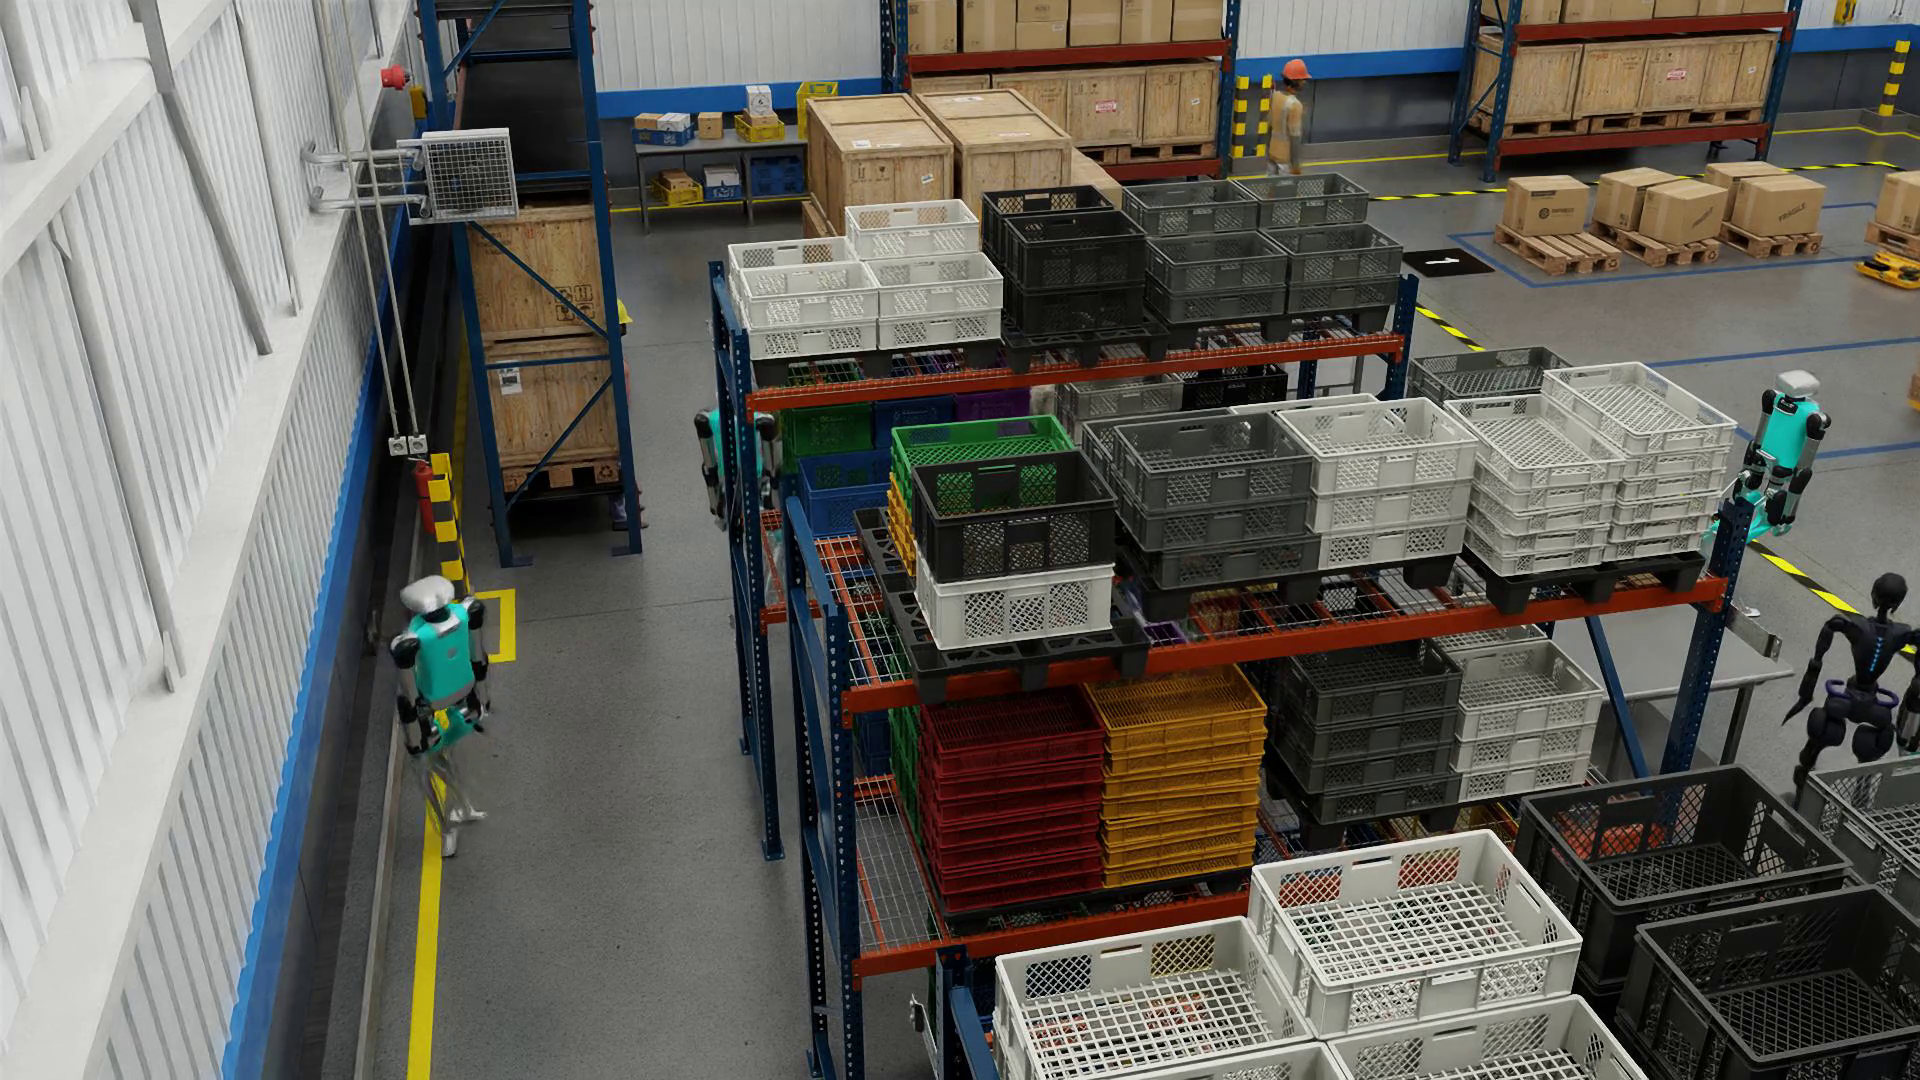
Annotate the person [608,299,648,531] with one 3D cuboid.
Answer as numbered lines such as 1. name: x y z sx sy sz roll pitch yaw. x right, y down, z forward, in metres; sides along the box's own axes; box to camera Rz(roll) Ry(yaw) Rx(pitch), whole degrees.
1. person: -2.504 -0.918 12.191 0.337 1.761 0.522 -8 29 -16

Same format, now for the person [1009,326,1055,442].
1. person: 0.469 -0.635 11.577 0.500 1.836 0.340 19 33 32

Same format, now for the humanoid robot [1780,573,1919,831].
1. humanoid robot: 4.719 0.922 8.796 0.600 1.638 0.625 11 30 20

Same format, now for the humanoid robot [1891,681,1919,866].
1. humanoid robot: 5.117 0.966 8.591 0.531 1.752 0.701 11 30 19

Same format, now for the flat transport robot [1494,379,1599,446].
1. flat transport robot: 4.780 -1.036 14.013 0.659 0.231 1.431 -6 28 -12

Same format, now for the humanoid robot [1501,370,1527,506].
1. humanoid robot: 3.544 -0.410 11.263 0.540 1.725 1.045 -25 37 -39

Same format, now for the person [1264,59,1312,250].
1. person: 3.556 -4.185 18.086 0.389 2.044 0.607 -6 28 -12

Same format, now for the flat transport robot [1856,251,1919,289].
1. flat transport robot: 10.278 -2.930 17.575 1.431 0.197 0.652 -11 30 -20

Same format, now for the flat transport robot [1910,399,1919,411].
1. flat transport robot: 8.728 -0.970 13.858 0.652 0.197 1.431 -6 28 -12

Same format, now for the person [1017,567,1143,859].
1. person: 0.611 0.913 8.462 1.021 1.993 0.614 -7 29 -12

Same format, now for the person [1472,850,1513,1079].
1. person: 2.260 1.970 6.563 0.843 1.902 0.540 -10 29 -18

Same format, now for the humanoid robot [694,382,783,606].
1. humanoid robot: -1.353 -0.262 11.072 0.553 1.885 0.802 5 28 10

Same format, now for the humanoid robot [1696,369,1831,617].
1. humanoid robot: 5.108 -0.276 10.850 0.735 1.677 0.533 -7 29 -13

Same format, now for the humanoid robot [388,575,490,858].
1. humanoid robot: -2.808 0.910 8.748 0.815 1.788 0.589 19 33 32
